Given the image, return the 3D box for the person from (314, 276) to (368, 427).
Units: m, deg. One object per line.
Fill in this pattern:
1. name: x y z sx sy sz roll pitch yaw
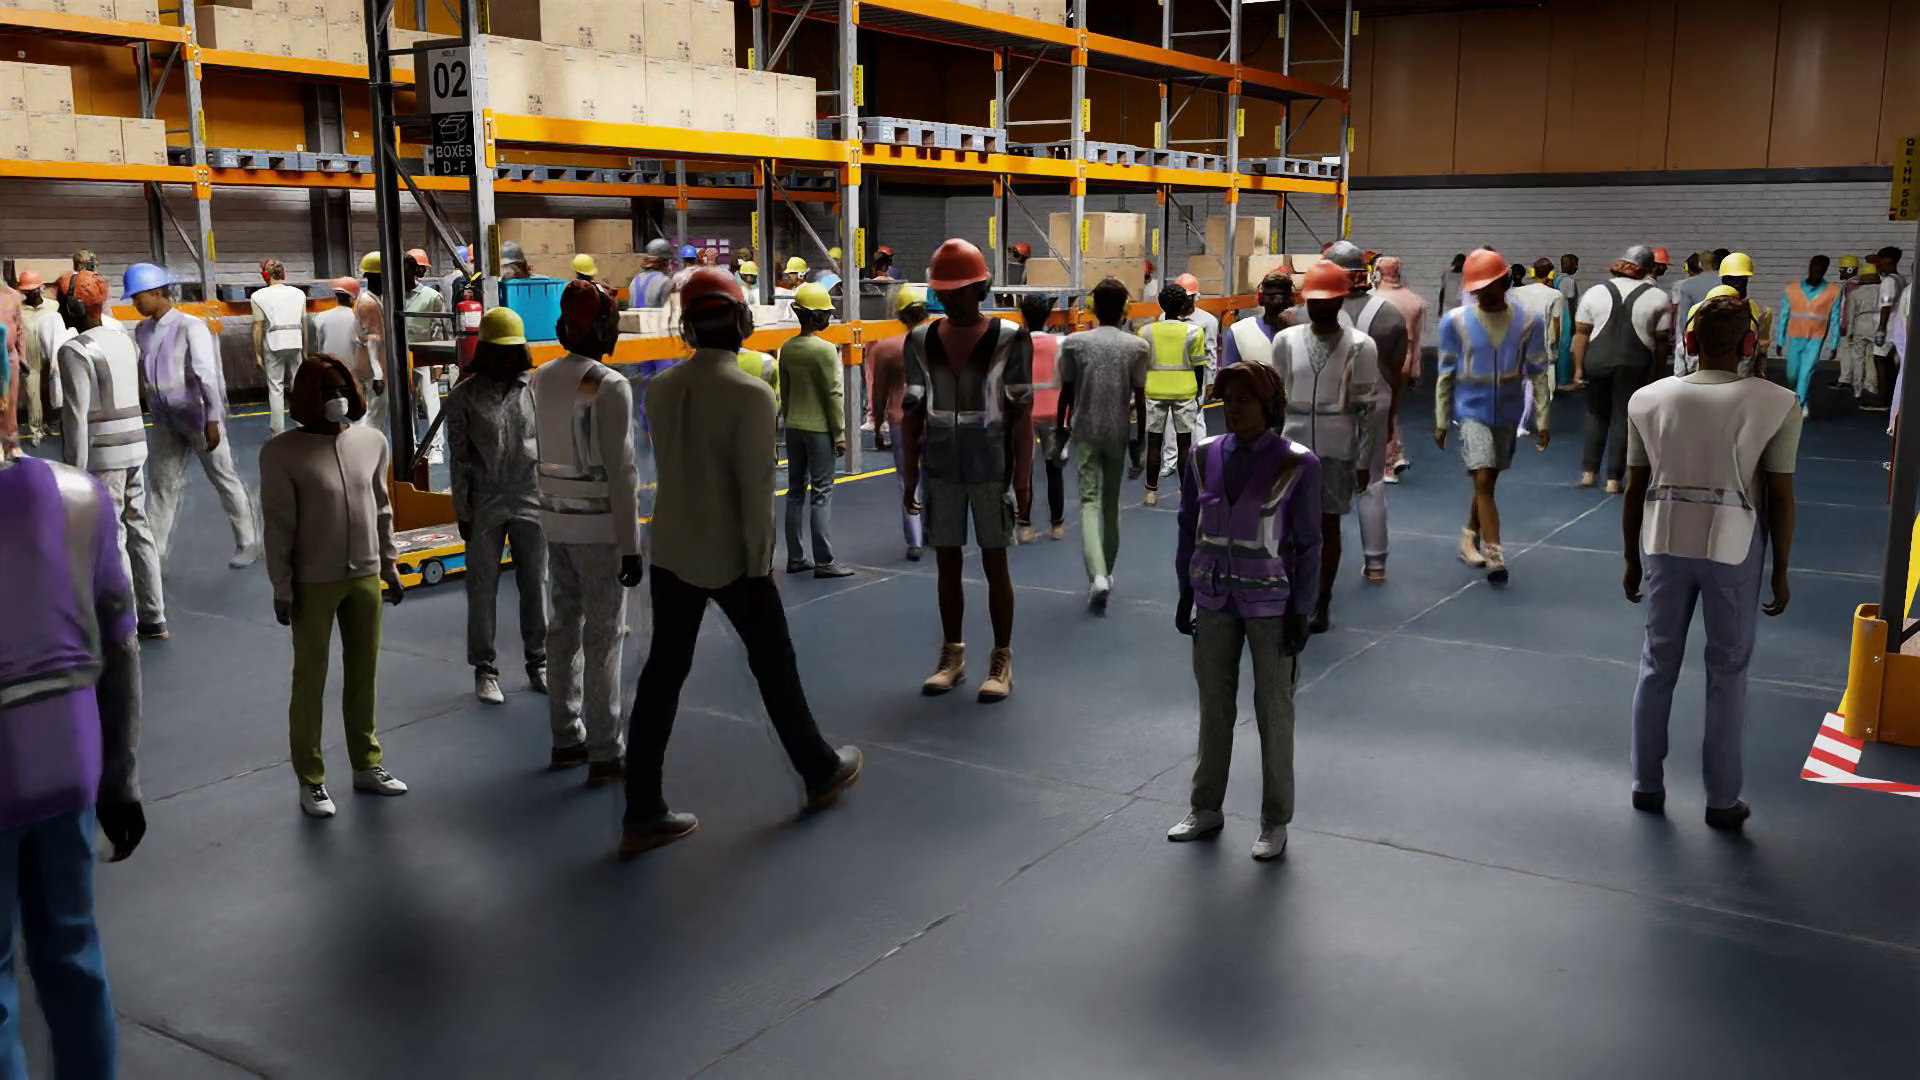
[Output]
1. person: -5.557 -1.523 15.018 0.549 1.703 0.920 0 10 2

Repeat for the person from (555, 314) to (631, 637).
1. person: -1.910 -0.345 8.487 0.318 1.700 0.535 -6 12 -30

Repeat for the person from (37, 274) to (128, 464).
1. person: -5.788 -0.848 11.008 0.594 1.815 0.459 -1 10 -4

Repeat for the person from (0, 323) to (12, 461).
1. person: -7.733 -1.179 13.004 0.351 1.738 0.574 8 13 38

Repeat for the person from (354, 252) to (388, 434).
1. person: -4.804 -1.415 13.786 0.382 1.924 0.594 -3 11 -16

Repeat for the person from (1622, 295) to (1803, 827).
1. person: 2.576 0.077 5.779 0.560 1.836 0.394 8 13 38

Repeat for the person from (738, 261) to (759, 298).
1. person: -2.654 -2.610 20.881 0.340 1.757 0.518 5 11 25

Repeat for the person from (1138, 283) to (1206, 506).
1. person: 1.597 -1.090 12.622 0.536 1.697 0.318 2 10 12

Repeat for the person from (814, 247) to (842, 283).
1. person: -1.834 -3.312 24.342 0.594 1.934 0.402 3 11 14

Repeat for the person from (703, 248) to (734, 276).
1. person: -3.426 -3.081 23.072 0.639 1.911 0.406 -8 13 -37

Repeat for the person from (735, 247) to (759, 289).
1. person: -2.962 -3.166 23.487 0.629 1.930 0.356 10 14 44

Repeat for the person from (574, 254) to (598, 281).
1. person: -4.285 -2.300 18.864 0.400 1.874 0.628 -4 11 -21

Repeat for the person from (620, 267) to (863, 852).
1. person: -0.796 0.047 5.689 0.624 1.919 1.020 7 12 34

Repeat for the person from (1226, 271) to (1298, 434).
1. person: 1.859 -0.691 10.005 0.570 1.840 0.372 -2 10 -9

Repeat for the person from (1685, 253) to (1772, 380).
1. person: 5.545 -1.103 12.046 0.588 1.930 0.364 1 10 4

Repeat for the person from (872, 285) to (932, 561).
1. person: -0.302 -0.766 10.731 0.536 1.741 0.784 -2 10 -10

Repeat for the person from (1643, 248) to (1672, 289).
1. person: 8.077 -2.441 19.475 0.385 1.929 0.543 5 11 24

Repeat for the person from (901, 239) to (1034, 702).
1. person: 0.018 -0.299 7.339 0.617 2.028 0.410 4 11 19

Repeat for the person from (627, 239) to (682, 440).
1. person: -2.989 -2.005 16.738 0.683 2.000 0.536 10 14 43

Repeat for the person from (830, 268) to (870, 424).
1. person: -1.128 -2.181 18.100 0.598 1.907 0.409 -5 11 -27

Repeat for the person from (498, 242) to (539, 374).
1. person: -4.274 -1.895 16.131 0.707 2.000 0.751 3 11 15

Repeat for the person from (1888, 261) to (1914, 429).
1. person: 10.103 -2.067 17.662 0.349 1.836 0.517 6 12 29

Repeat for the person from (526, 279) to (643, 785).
1. person: -1.388 -0.026 6.229 0.576 1.880 0.352 10 14 43

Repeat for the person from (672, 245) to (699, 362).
1. person: -3.727 -3.109 23.115 0.605 1.948 0.384 -9 14 -41

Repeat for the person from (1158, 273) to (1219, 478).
1. person: 1.898 -1.378 14.092 0.569 1.744 0.350 7 12 33

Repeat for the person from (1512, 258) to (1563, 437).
1. person: 5.918 -1.987 17.186 0.545 1.837 0.582 7 13 35

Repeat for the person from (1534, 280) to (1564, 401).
1. person: 7.350 -2.574 21.019 0.501 1.633 0.286 2 10 10

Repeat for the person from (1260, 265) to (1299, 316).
1. person: 3.959 -2.573 20.778 0.556 1.718 0.867 7 13 36

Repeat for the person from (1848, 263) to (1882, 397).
1. person: 11.685 -2.692 21.383 0.512 1.723 0.389 8 13 38

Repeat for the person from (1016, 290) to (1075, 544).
1. person: 0.521 -0.817 11.134 0.539 1.695 0.324 0 10 -3

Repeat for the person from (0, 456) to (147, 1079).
1. person: -1.934 0.495 3.249 0.457 1.911 0.726 6 12 30

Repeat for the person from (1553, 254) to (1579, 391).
1. person: 8.137 -2.928 22.417 0.343 1.839 0.506 -2 10 -12

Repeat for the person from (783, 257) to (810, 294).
1. person: -1.879 -2.394 19.512 0.404 1.824 0.586 -3 11 -16

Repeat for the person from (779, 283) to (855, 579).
1. person: -0.877 -0.652 10.006 0.525 1.769 0.310 10 14 44
